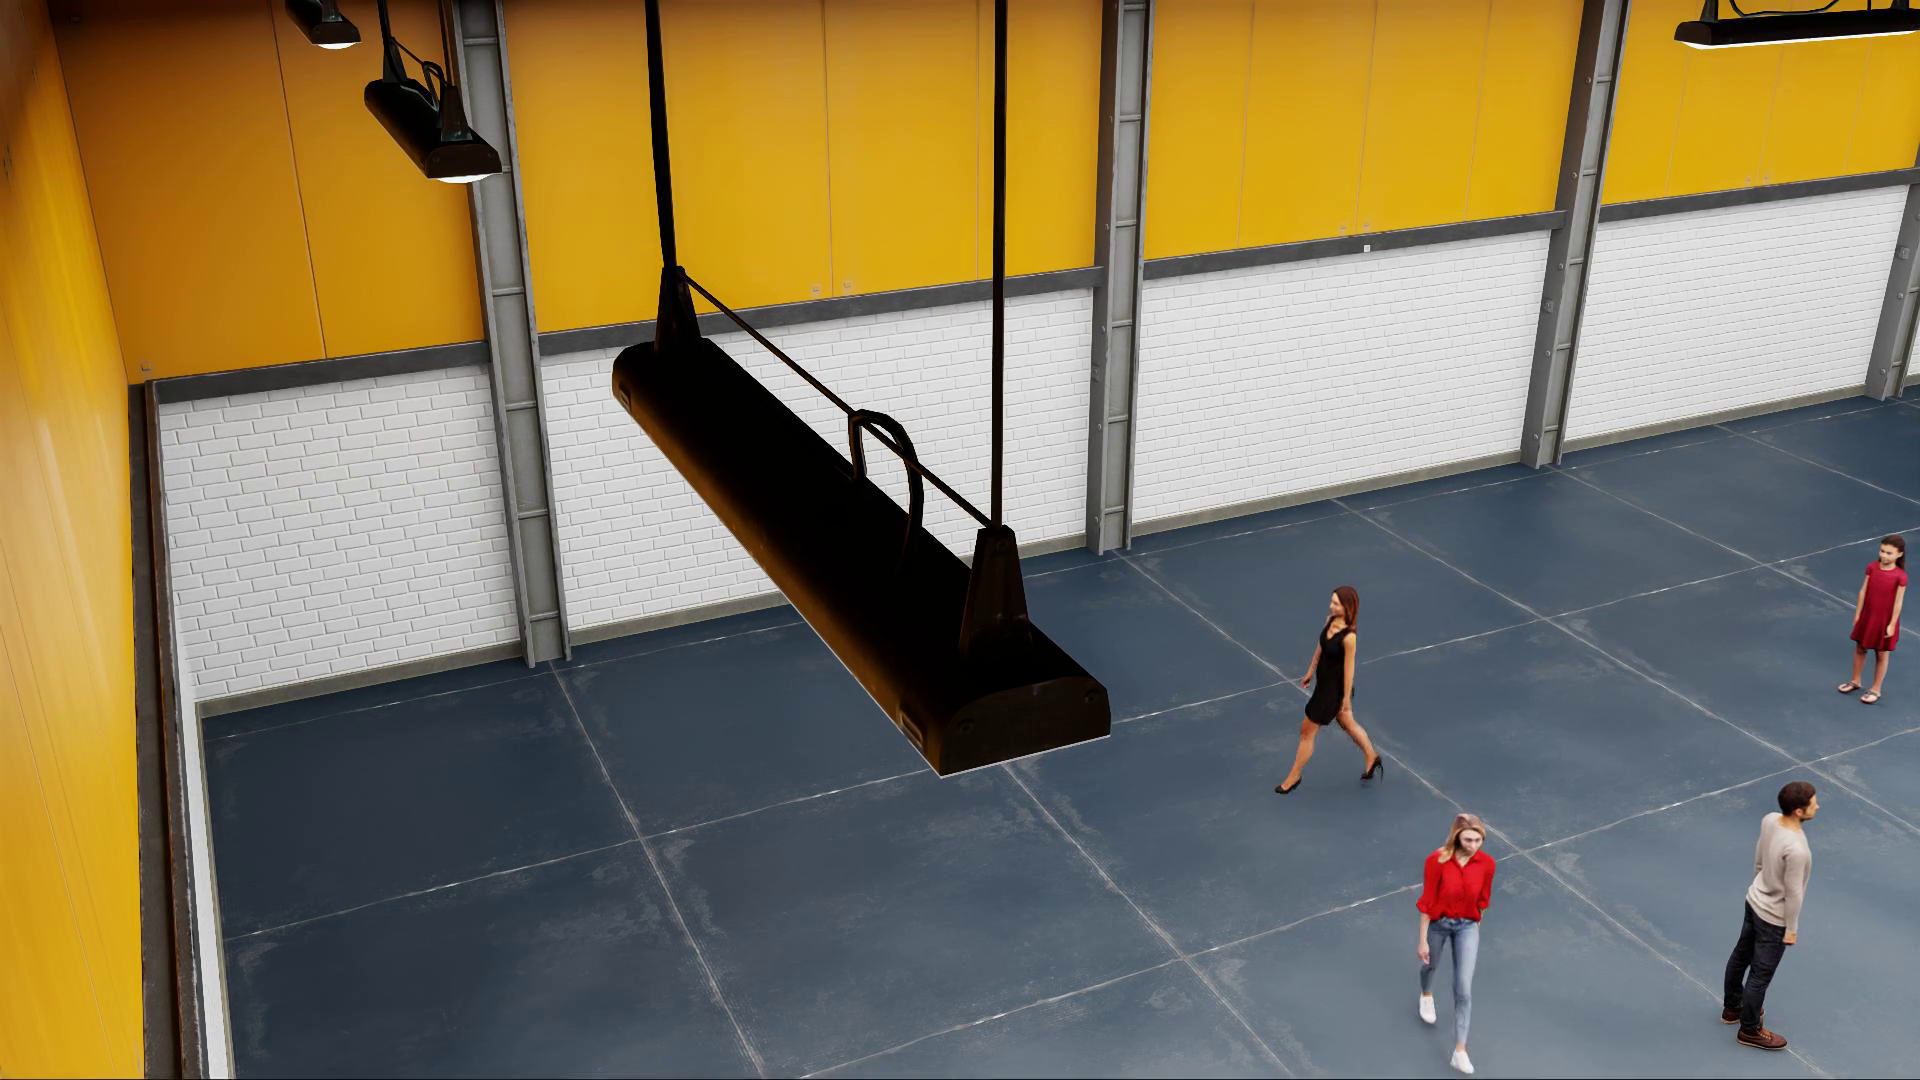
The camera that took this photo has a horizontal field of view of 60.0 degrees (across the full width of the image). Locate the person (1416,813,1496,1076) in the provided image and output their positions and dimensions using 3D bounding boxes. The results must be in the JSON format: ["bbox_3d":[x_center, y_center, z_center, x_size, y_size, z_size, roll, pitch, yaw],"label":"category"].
[{"bbox_3d":[3.039,2.400,10.432,1.121,1.660,1.032,2,24,4],"label":"person"}]

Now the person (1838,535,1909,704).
[{"bbox_3d":[8.042,0.664,14.540,0.650,1.550,0.592,-16,28,-33],"label":"person"}]

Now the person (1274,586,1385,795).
[{"bbox_3d":[3.005,1.196,13.026,1.200,1.788,0.803,-3,24,-8],"label":"person"}]

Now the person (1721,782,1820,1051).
[{"bbox_3d":[5.053,2.309,10.379,0.724,1.868,0.735,0,24,0],"label":"person"}]
